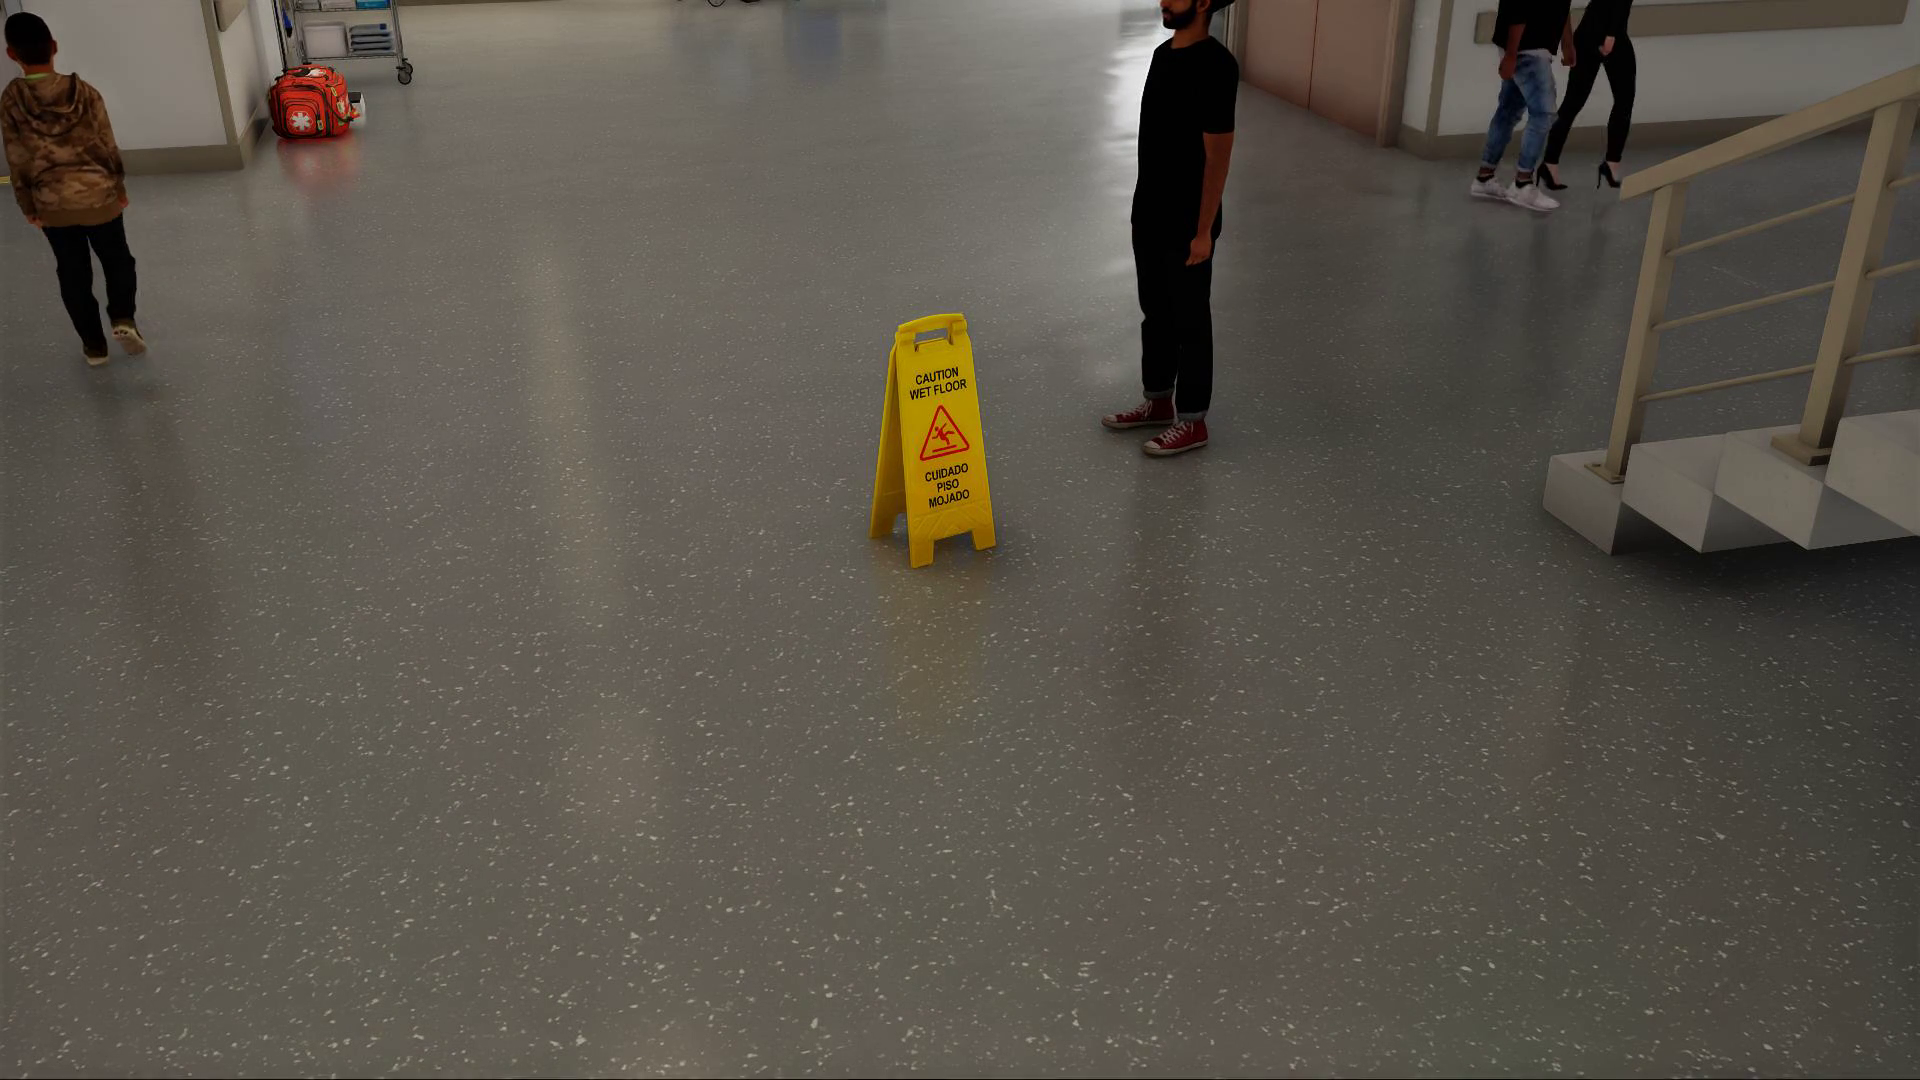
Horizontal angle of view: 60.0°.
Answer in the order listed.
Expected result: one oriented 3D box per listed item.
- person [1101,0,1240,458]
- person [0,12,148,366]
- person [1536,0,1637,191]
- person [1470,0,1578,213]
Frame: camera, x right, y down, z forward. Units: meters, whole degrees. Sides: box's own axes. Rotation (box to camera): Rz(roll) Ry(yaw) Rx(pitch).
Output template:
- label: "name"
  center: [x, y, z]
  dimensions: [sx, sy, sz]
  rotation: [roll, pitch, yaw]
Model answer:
- label: "person"
  center: [0.796, -1.189, 6.030]
  dimensions: [0.732, 1.758, 0.581]
  rotation: [-12, 28, -23]
- label: "person"
  center: [-3.628, -1.398, 6.825]
  dimensions: [0.654, 1.445, 0.722]
  rotation: [-13, 29, -25]
- label: "person"
  center: [3.604, -2.807, 9.495]
  dimensions: [0.652, 1.662, 0.702]
  rotation: [-5, 26, -10]
- label: "person"
  center: [3.087, -2.775, 9.295]
  dimensions: [0.960, 1.779, 0.900]
  rotation: [13, 29, 25]
